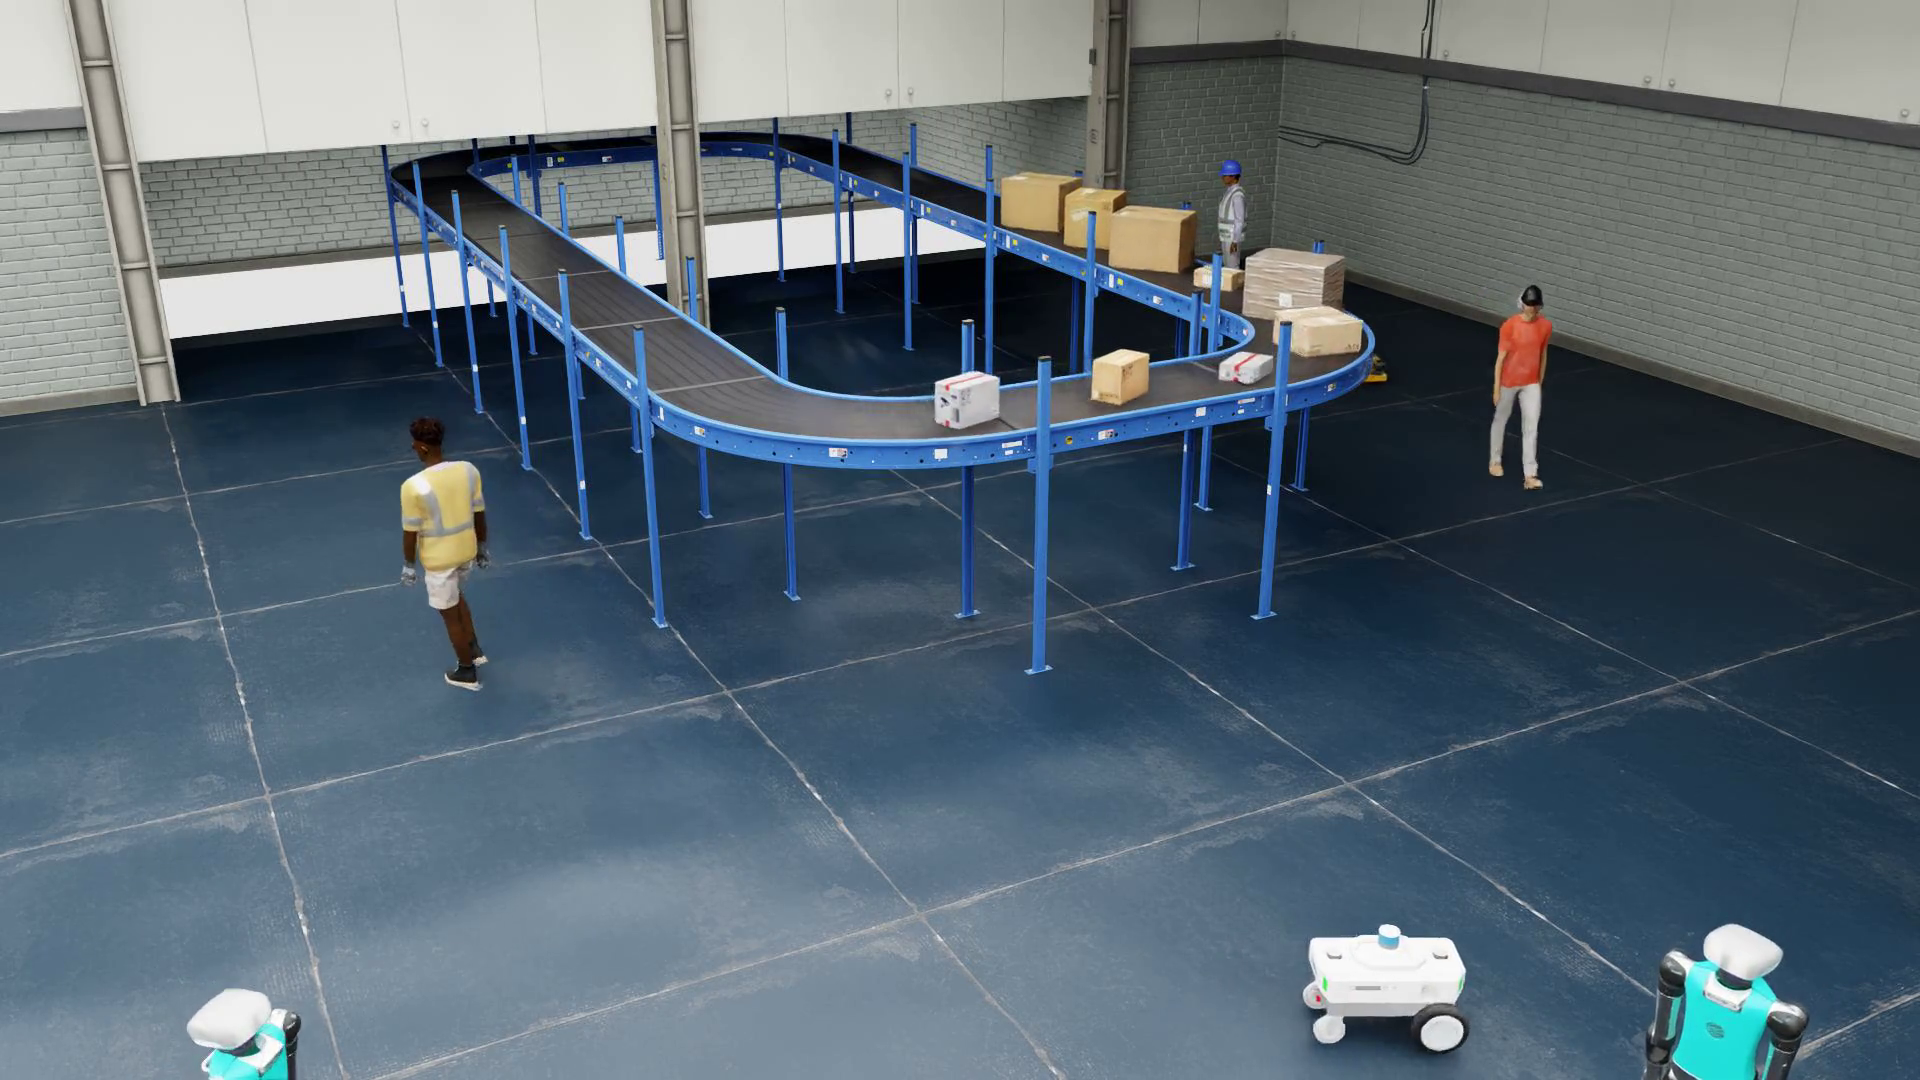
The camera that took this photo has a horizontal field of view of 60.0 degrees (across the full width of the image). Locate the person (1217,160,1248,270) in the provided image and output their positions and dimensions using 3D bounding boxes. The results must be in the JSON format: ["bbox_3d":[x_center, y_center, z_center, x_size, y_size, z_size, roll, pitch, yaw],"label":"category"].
[{"bbox_3d":[3.443,-3.865,21.197,0.405,1.942,0.613,-1,22,-2],"label":"person"}]

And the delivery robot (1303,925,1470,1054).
[{"bbox_3d":[2.097,2.171,8.149,0.813,0.610,0.499,0,22,0],"label":"delivery robot"}]

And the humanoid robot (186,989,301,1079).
[{"bbox_3d":[-2.709,2.401,6.026,0.731,1.797,0.538,4,22,10],"label":"humanoid robot"}]

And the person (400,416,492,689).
[{"bbox_3d":[-3.553,0.089,11.414,0.523,1.947,0.607,12,25,27],"label":"person"}]

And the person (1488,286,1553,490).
[{"bbox_3d":[5.123,-1.385,15.173,0.500,1.866,0.970,0,22,1],"label":"person"}]

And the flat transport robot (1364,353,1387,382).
[{"bbox_3d":[4.337,-2.084,19.027,0.659,0.231,1.431,-2,22,-5],"label":"flat transport robot"}]

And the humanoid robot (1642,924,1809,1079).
[{"bbox_3d":[3.002,2.188,6.528,1.030,1.728,0.546,-21,30,-41],"label":"humanoid robot"}]
